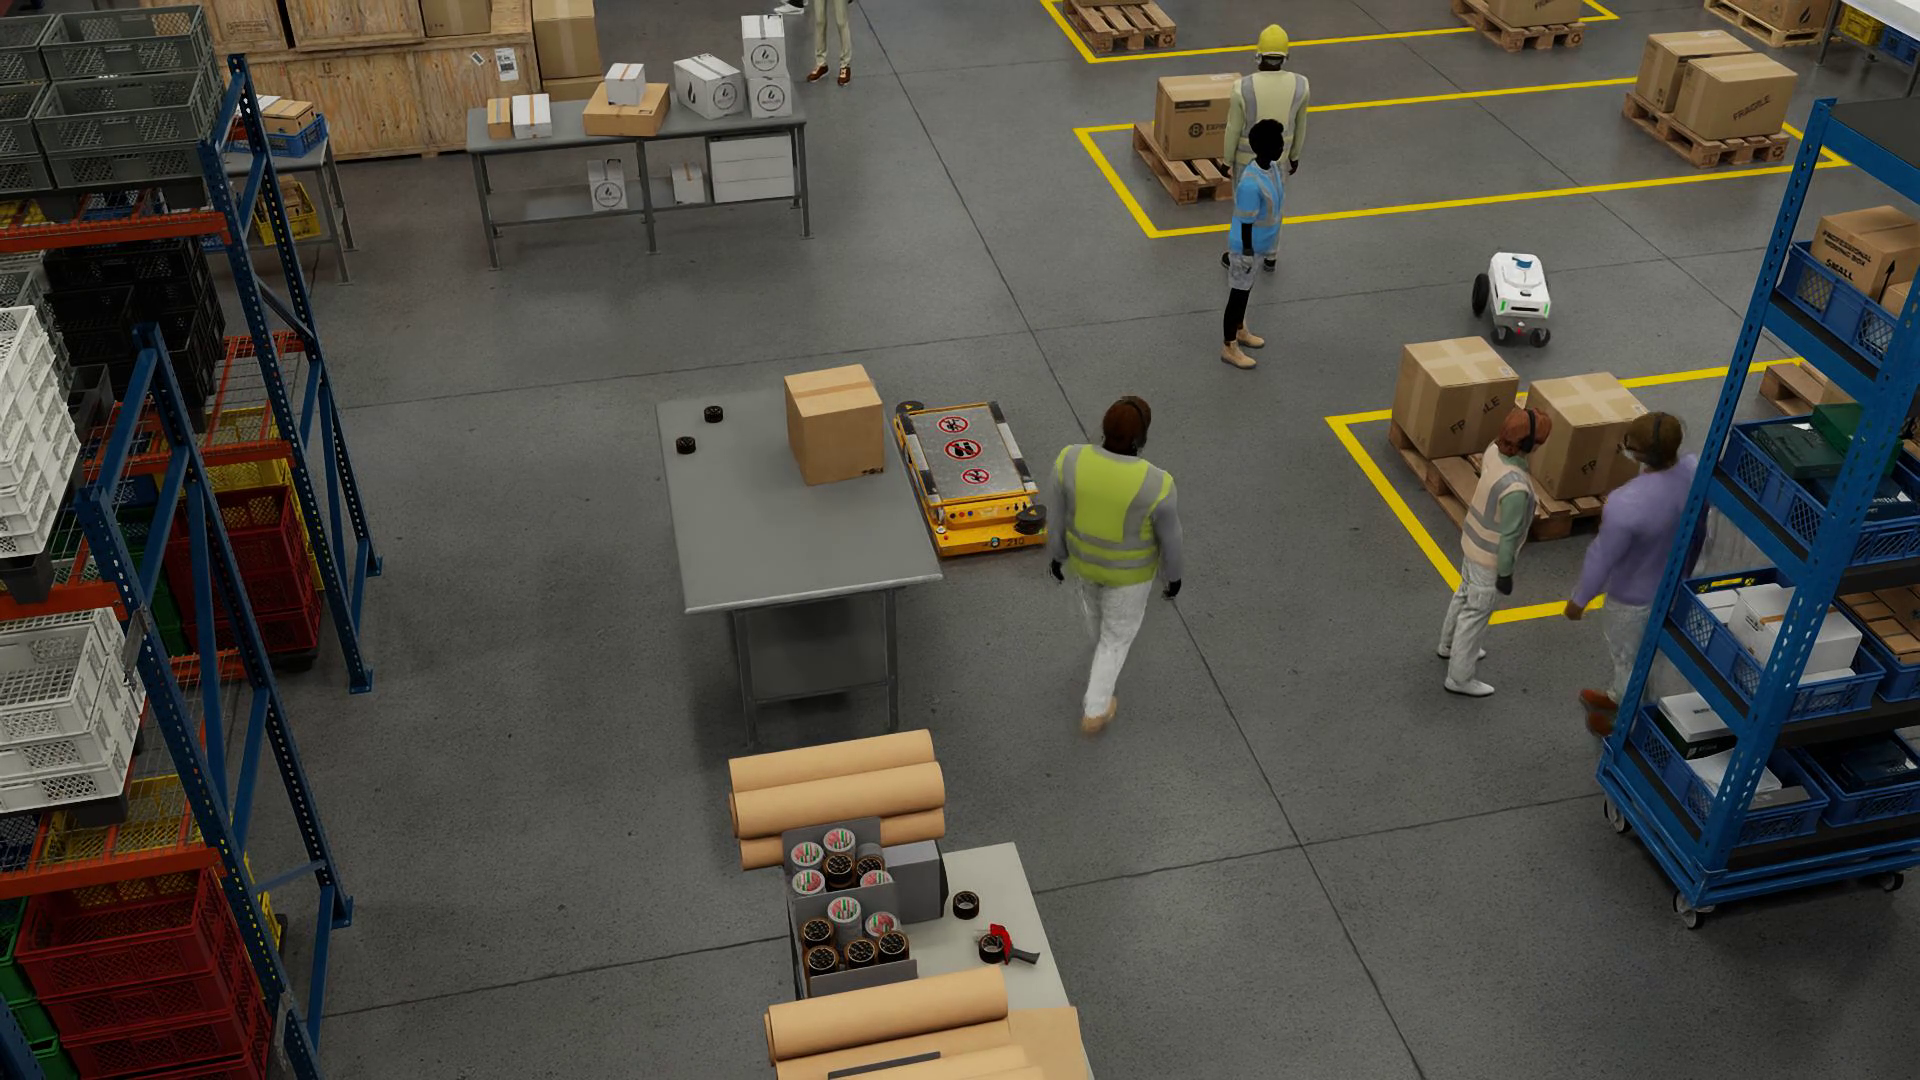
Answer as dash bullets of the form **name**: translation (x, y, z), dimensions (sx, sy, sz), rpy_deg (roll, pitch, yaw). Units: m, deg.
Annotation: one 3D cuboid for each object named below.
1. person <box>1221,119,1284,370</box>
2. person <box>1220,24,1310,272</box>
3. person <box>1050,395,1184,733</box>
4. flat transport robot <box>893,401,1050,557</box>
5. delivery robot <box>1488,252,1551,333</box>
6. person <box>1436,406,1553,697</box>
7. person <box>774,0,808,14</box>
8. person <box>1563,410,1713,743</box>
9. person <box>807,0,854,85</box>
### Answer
- **person**: translation (1.940, -1.967, 10.987), dimensions (0.319, 1.697, 0.532), rpy_deg (13, 39, 17)
- **person**: translation (2.170, -2.794, 11.987), dimensions (0.600, 1.830, 0.404), rpy_deg (-6, 37, -8)
- **person**: translation (0.790, 0.073, 8.155), dimensions (0.651, 1.807, 0.791), rpy_deg (20, 41, 24)
- **flat transport robot**: translation (0.046, -0.430, 10.108), dimensions (0.652, 0.197, 1.431), rpy_deg (-8, 37, -10)
- **delivery robot**: translation (3.885, -1.745, 11.564), dimensions (0.477, 0.478, 0.707), rpy_deg (5, 37, 7)
- **person**: translation (2.662, 0.047, 8.338), dimensions (0.314, 1.632, 0.522), rpy_deg (3, 37, 4)
- **person**: translation (-1.706, -6.220, 16.523), dimensions (0.370, 1.915, 0.597), rpy_deg (5, 37, 7)
- **person**: translation (3.213, 0.228, 7.866), dimensions (0.662, 1.902, 0.498), rpy_deg (-25, 43, -29)
- **person**: translation (-1.180, -5.049, 14.986), dimensions (0.526, 1.869, 0.315), rpy_deg (11, 38, 14)
